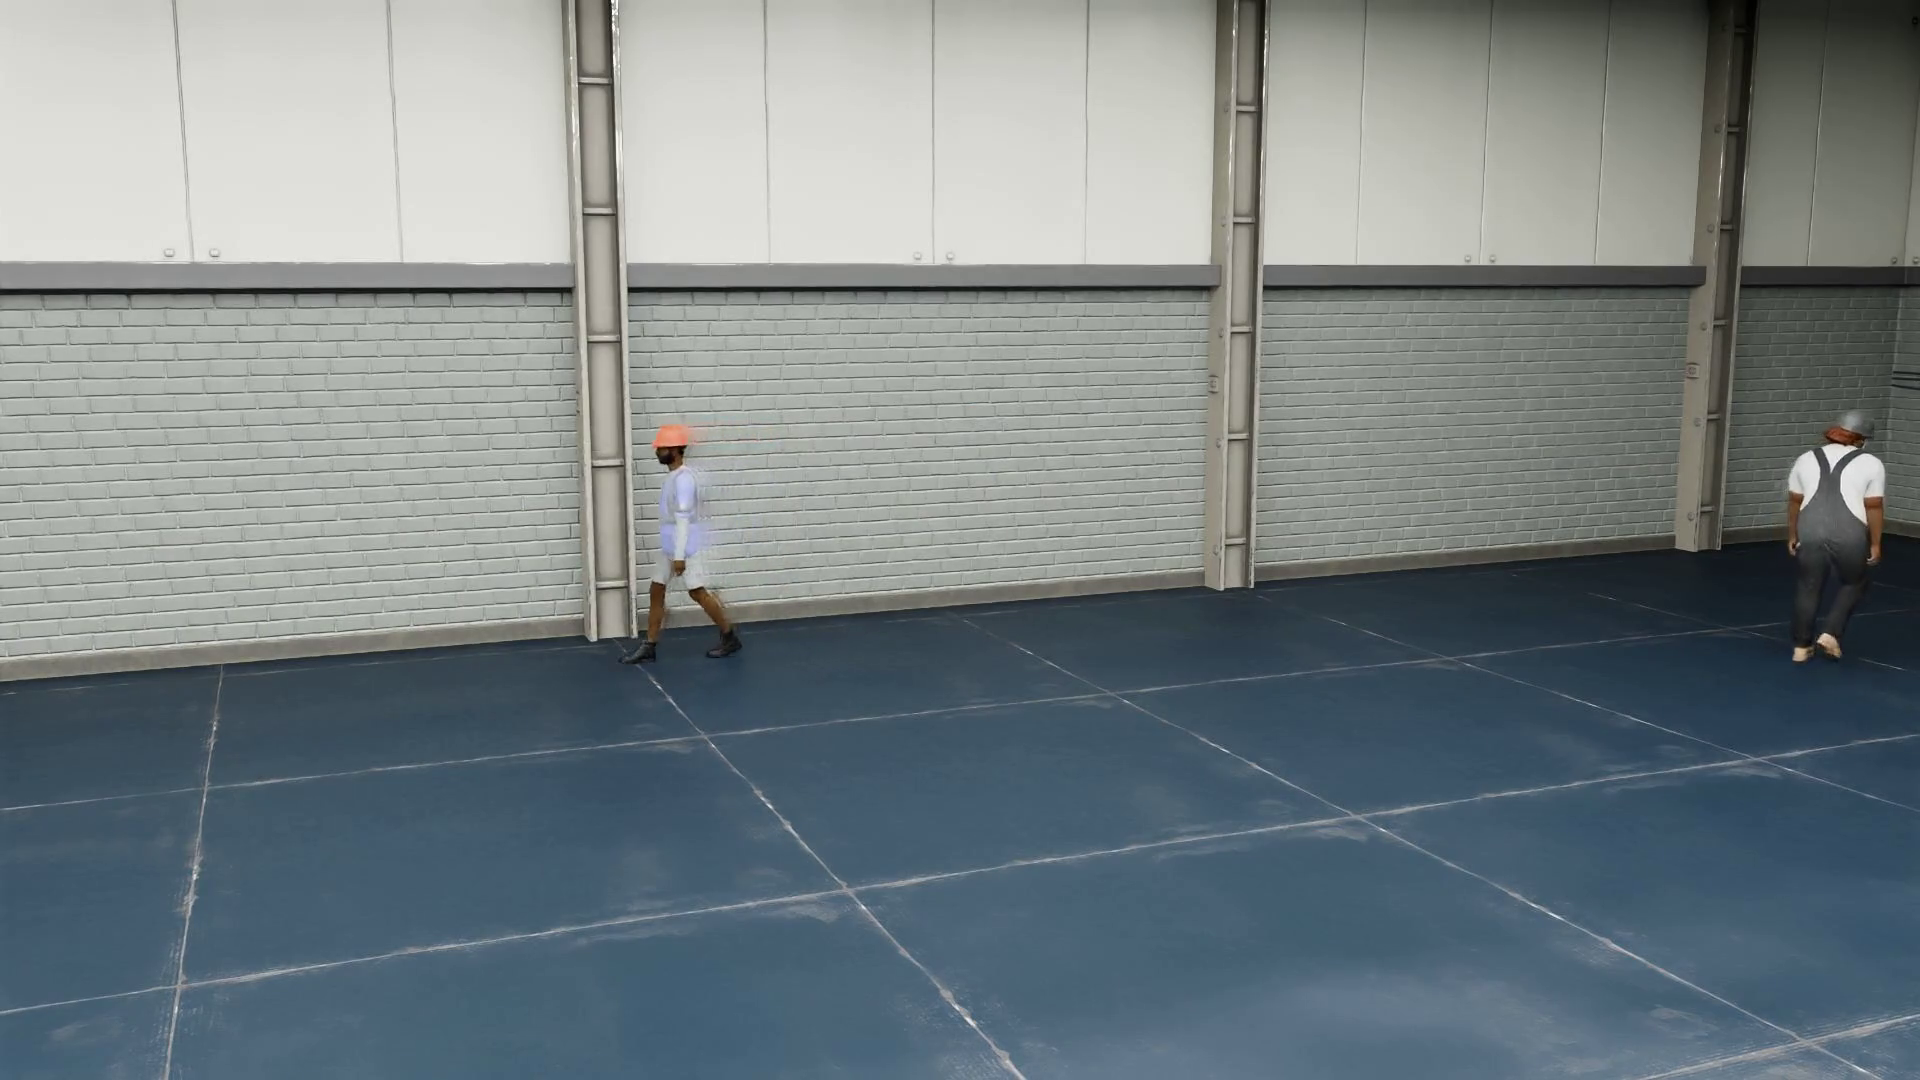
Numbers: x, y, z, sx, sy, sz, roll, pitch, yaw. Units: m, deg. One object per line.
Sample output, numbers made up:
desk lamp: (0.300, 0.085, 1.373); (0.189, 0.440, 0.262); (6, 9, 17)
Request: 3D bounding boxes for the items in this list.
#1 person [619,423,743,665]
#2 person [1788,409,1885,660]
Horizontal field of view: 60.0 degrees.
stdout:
person: (-2.172, 0.028, 13.019); (0.972, 1.895, 0.556); (-4, 10, -23)
person: (6.858, -0.046, 13.005); (0.538, 2.000, 0.725); (-8, 12, -40)
